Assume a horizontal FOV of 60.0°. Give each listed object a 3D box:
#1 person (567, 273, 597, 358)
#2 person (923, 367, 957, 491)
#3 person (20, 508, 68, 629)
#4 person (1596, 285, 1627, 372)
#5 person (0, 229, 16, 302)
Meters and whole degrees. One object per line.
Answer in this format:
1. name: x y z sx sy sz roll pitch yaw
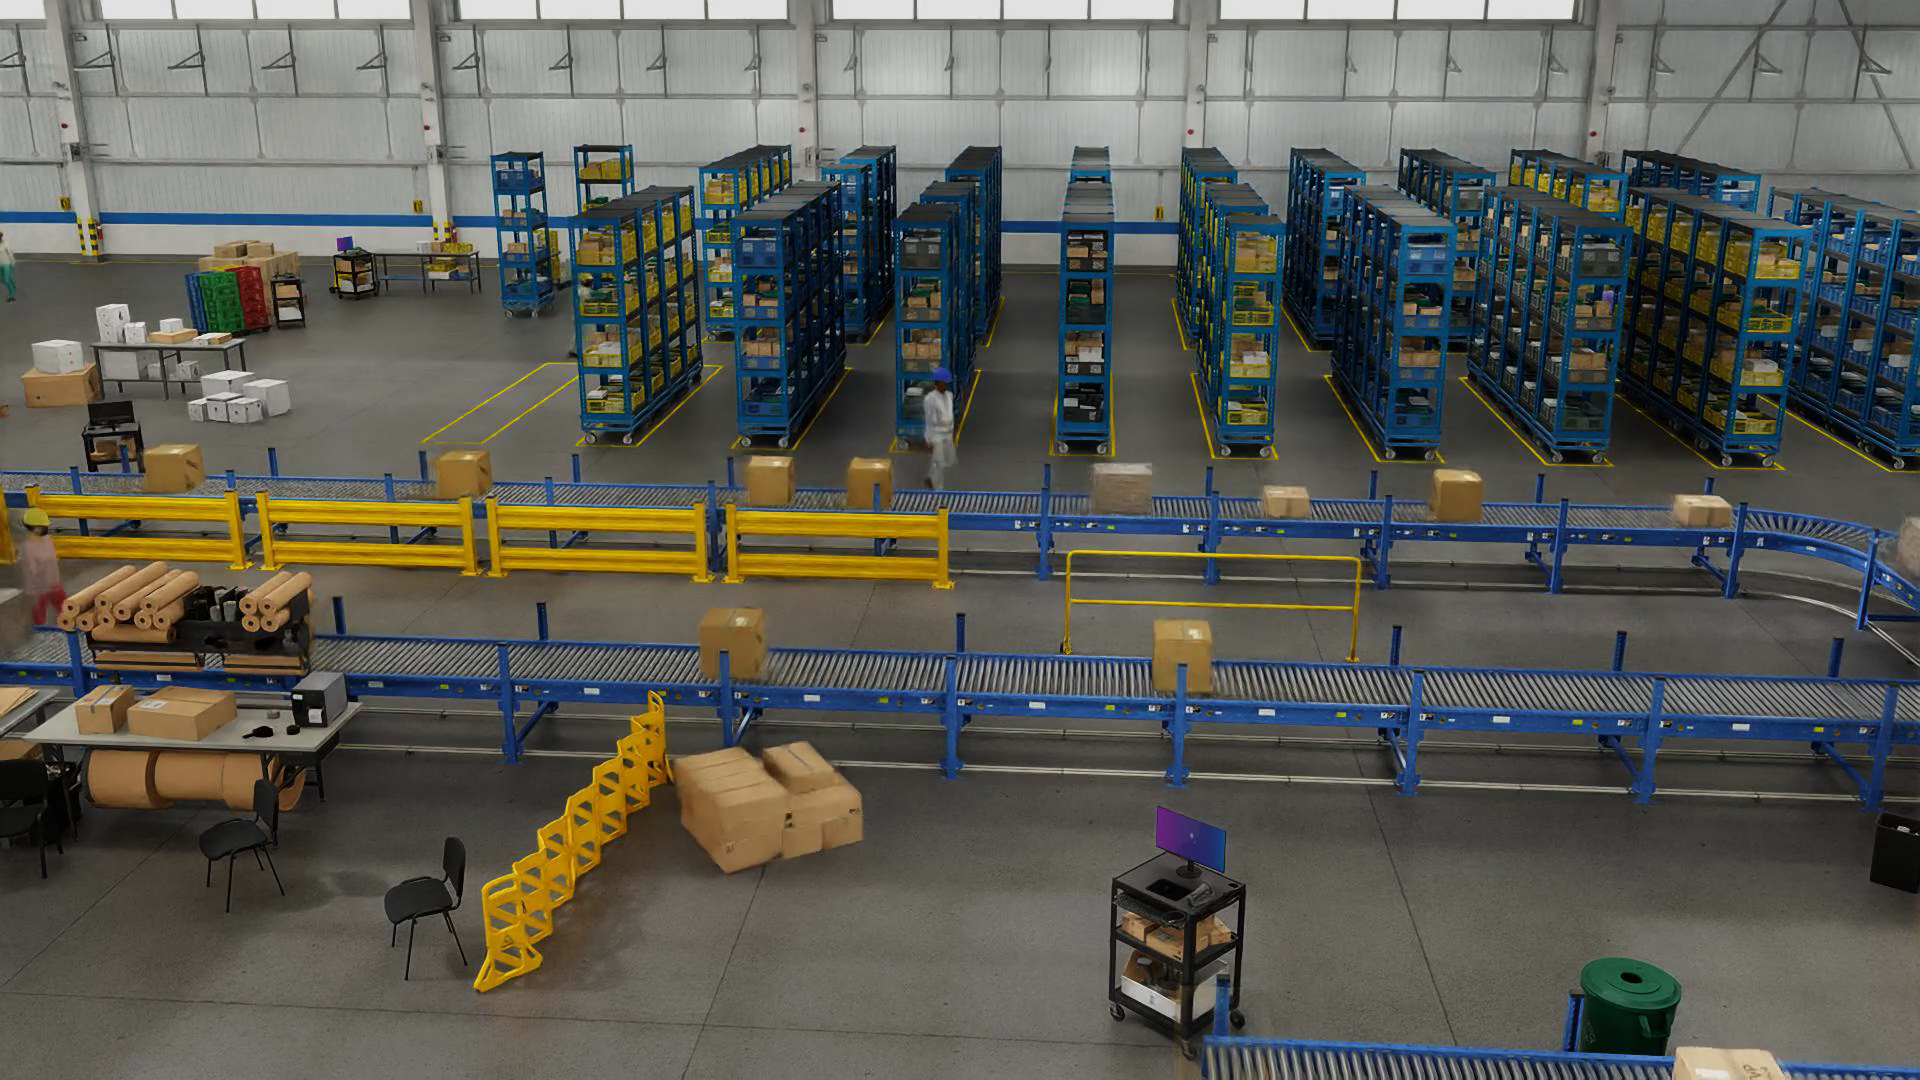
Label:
1. person: -7.362 -4.435 32.724 0.951 1.790 0.582 -1 18 -3
2. person: -0.301 -1.435 22.944 0.499 1.936 0.628 13 22 36
3. person: -9.501 0.493 17.162 0.847 1.733 0.534 2 18 6
4. person: 12.263 -4.048 31.403 0.564 1.836 0.382 13 22 36
5. person: -22.675 -6.551 39.470 0.543 1.749 0.454 1 18 3
